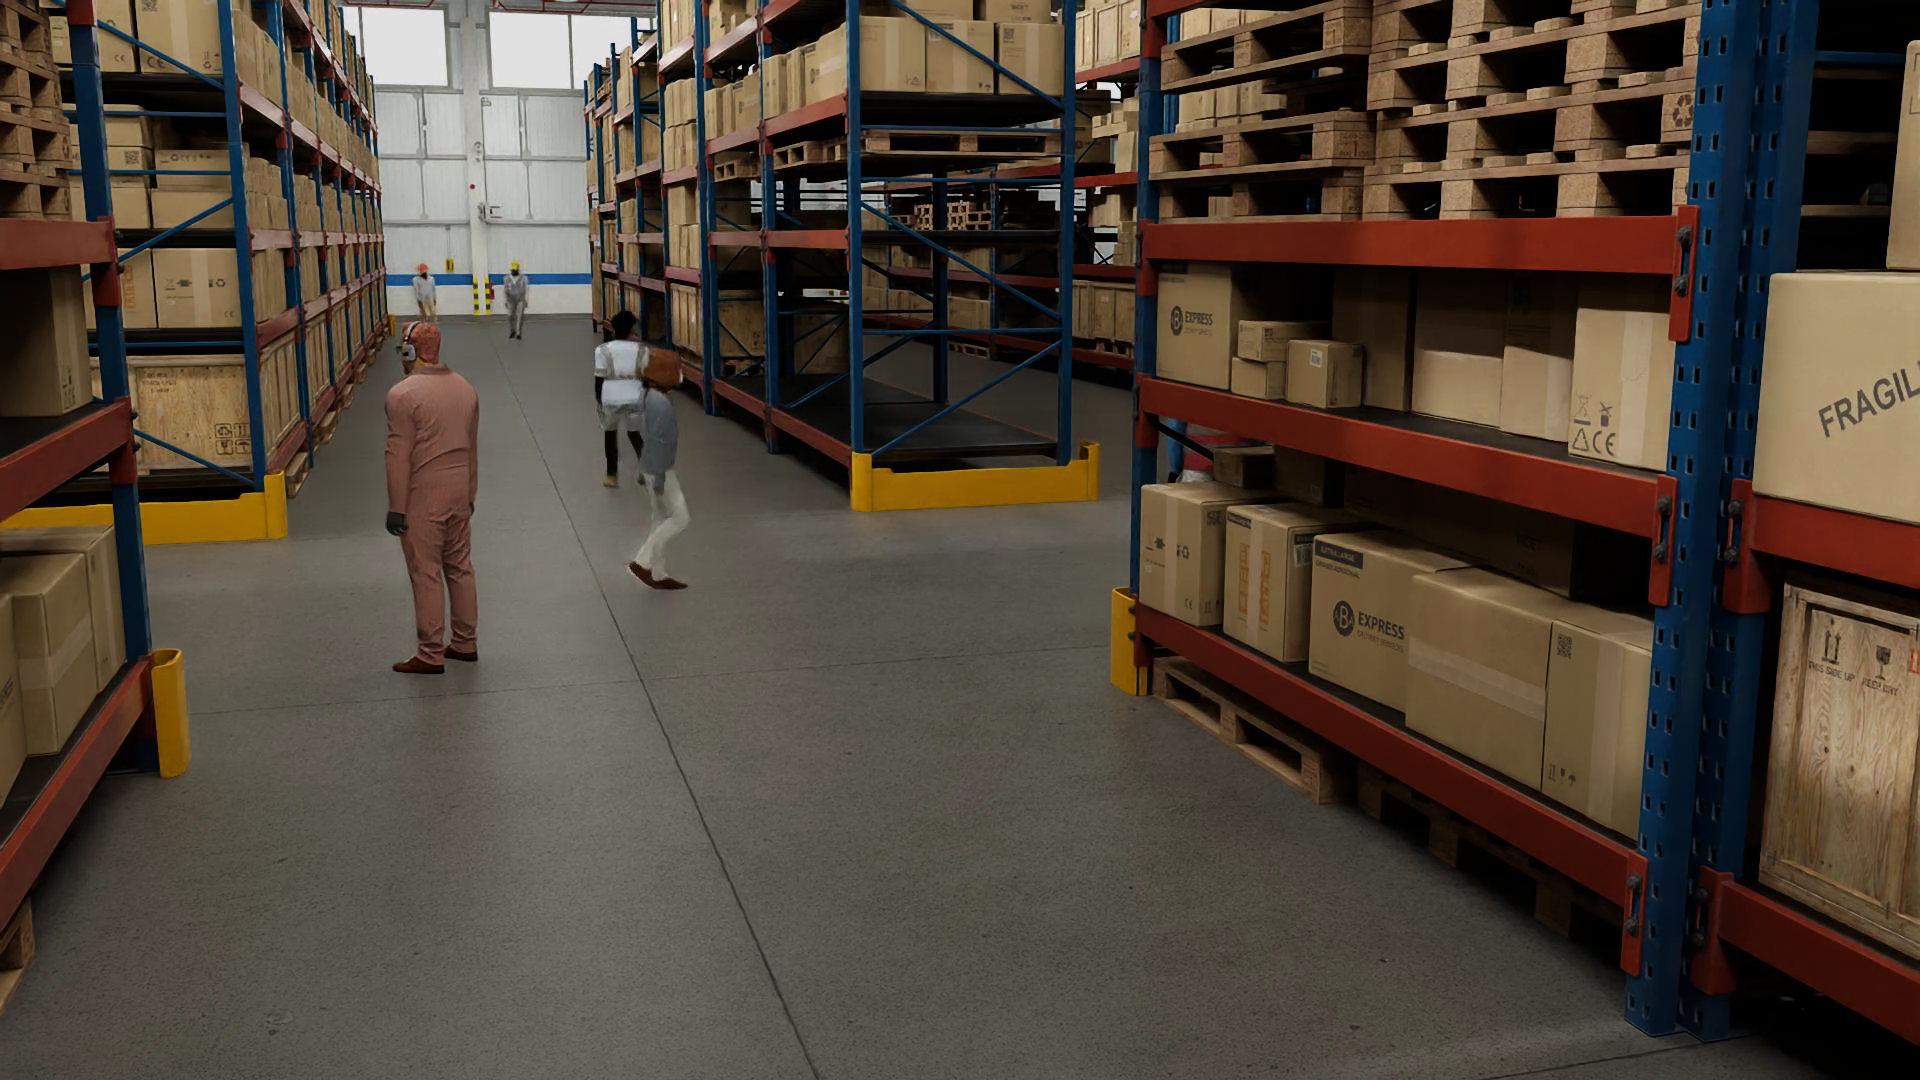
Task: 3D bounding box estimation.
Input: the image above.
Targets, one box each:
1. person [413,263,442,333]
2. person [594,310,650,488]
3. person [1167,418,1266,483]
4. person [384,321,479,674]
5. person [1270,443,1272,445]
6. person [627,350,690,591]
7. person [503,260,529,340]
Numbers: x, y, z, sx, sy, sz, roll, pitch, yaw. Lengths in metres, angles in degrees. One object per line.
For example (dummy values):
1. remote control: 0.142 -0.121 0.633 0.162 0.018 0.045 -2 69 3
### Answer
1. person: -12.761 -5.763 39.864 0.563 1.704 0.891 -8 13 -36
2. person: -3.107 -1.295 15.470 0.547 1.668 0.595 -6 12 -28
3. person: 1.608 -0.468 10.485 0.633 1.842 0.429 -1 10 -5
4. person: -2.883 -0.231 9.035 0.399 1.900 0.643 4 11 21
5. person: 3.218 -1.409 15.983 0.554 1.718 0.911 -5 11 -25
6. person: -1.963 -0.444 10.978 0.357 1.619 0.498 -2 11 -13
7. person: -10.173 -5.494 38.110 0.588 1.814 0.431 -1 10 -5
